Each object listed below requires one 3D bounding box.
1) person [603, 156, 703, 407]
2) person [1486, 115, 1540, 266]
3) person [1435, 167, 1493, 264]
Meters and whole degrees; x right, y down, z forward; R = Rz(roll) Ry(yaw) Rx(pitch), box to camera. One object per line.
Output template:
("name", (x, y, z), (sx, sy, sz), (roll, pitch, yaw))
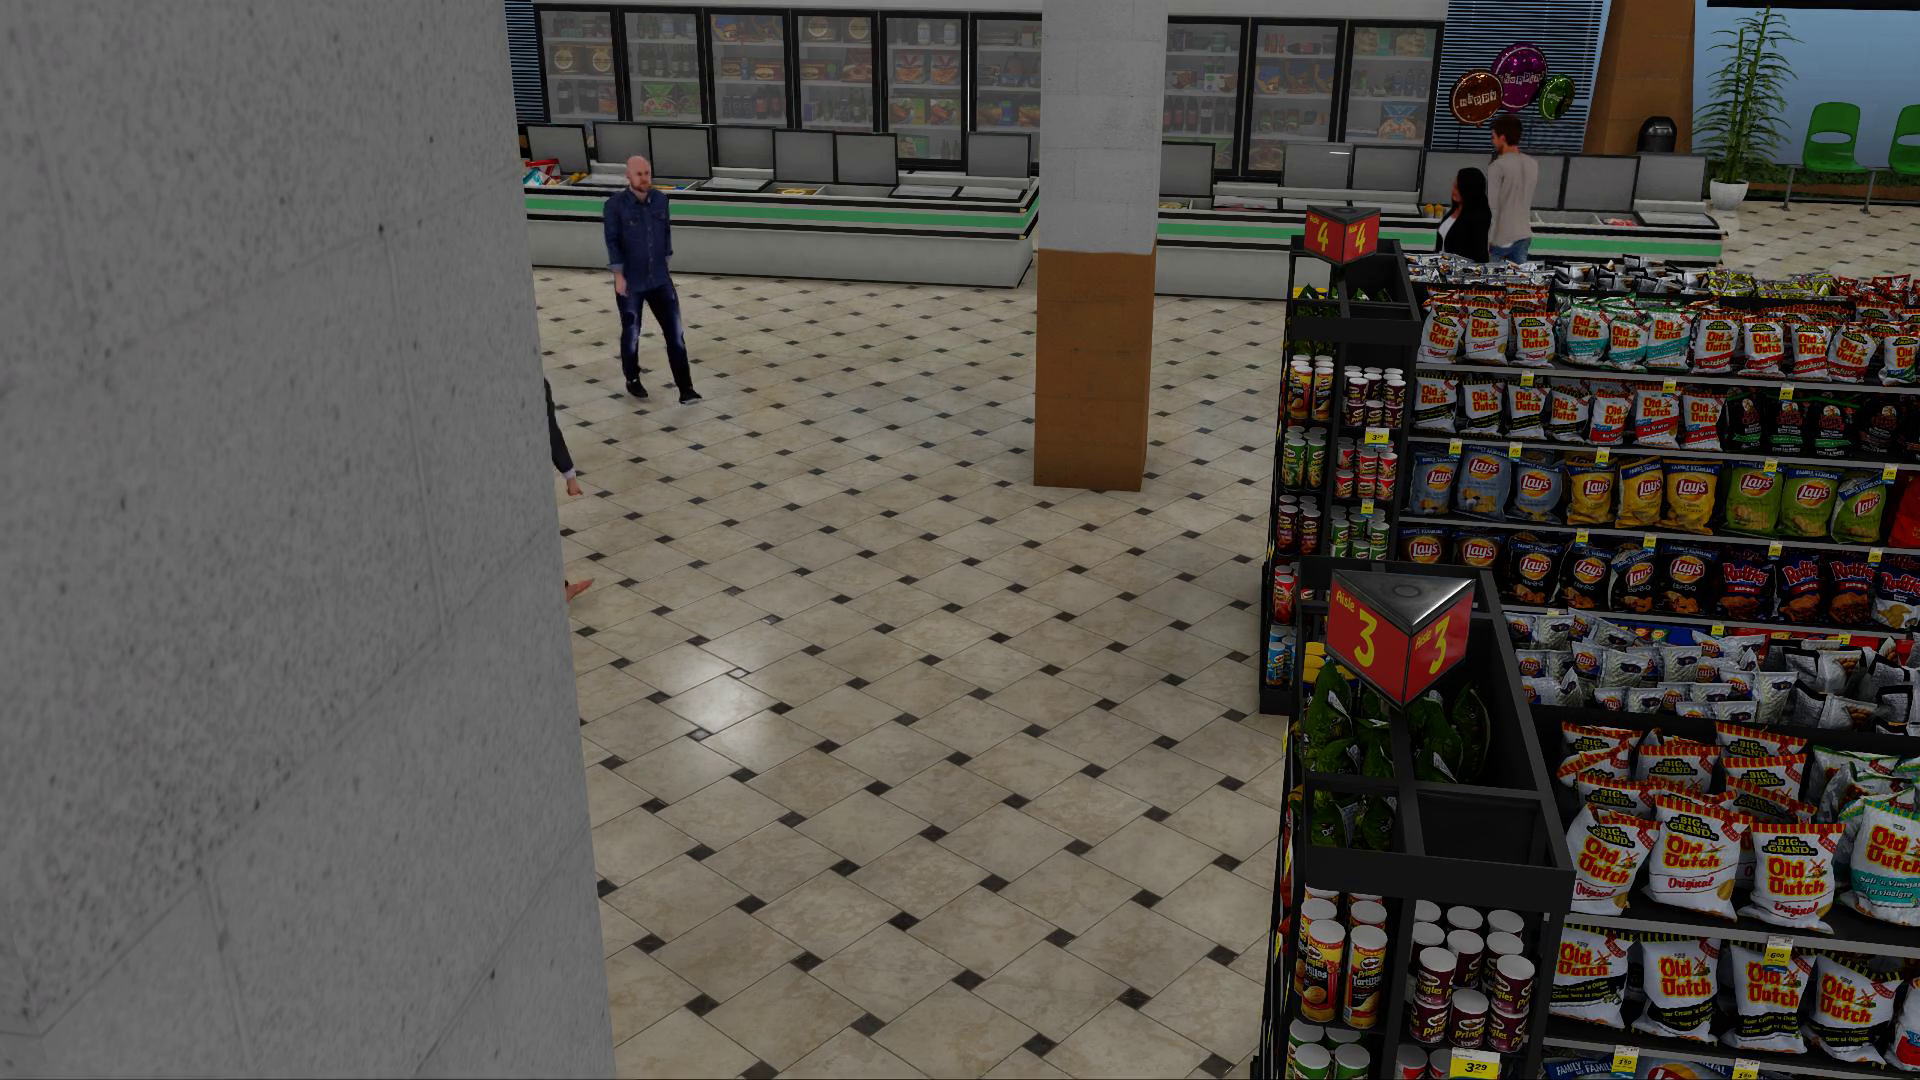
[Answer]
("person", (-2.325, -1.860, 12.030), (1.147, 1.791, 1.201), (-16, 28, -31))
("person", (4.338, -2.307, 12.993), (1.214, 1.838, 1.152), (-11, 26, -24))
("person", (3.818, -2.022, 12.621), (0.753, 1.613, 0.748), (-5, 24, -11))
